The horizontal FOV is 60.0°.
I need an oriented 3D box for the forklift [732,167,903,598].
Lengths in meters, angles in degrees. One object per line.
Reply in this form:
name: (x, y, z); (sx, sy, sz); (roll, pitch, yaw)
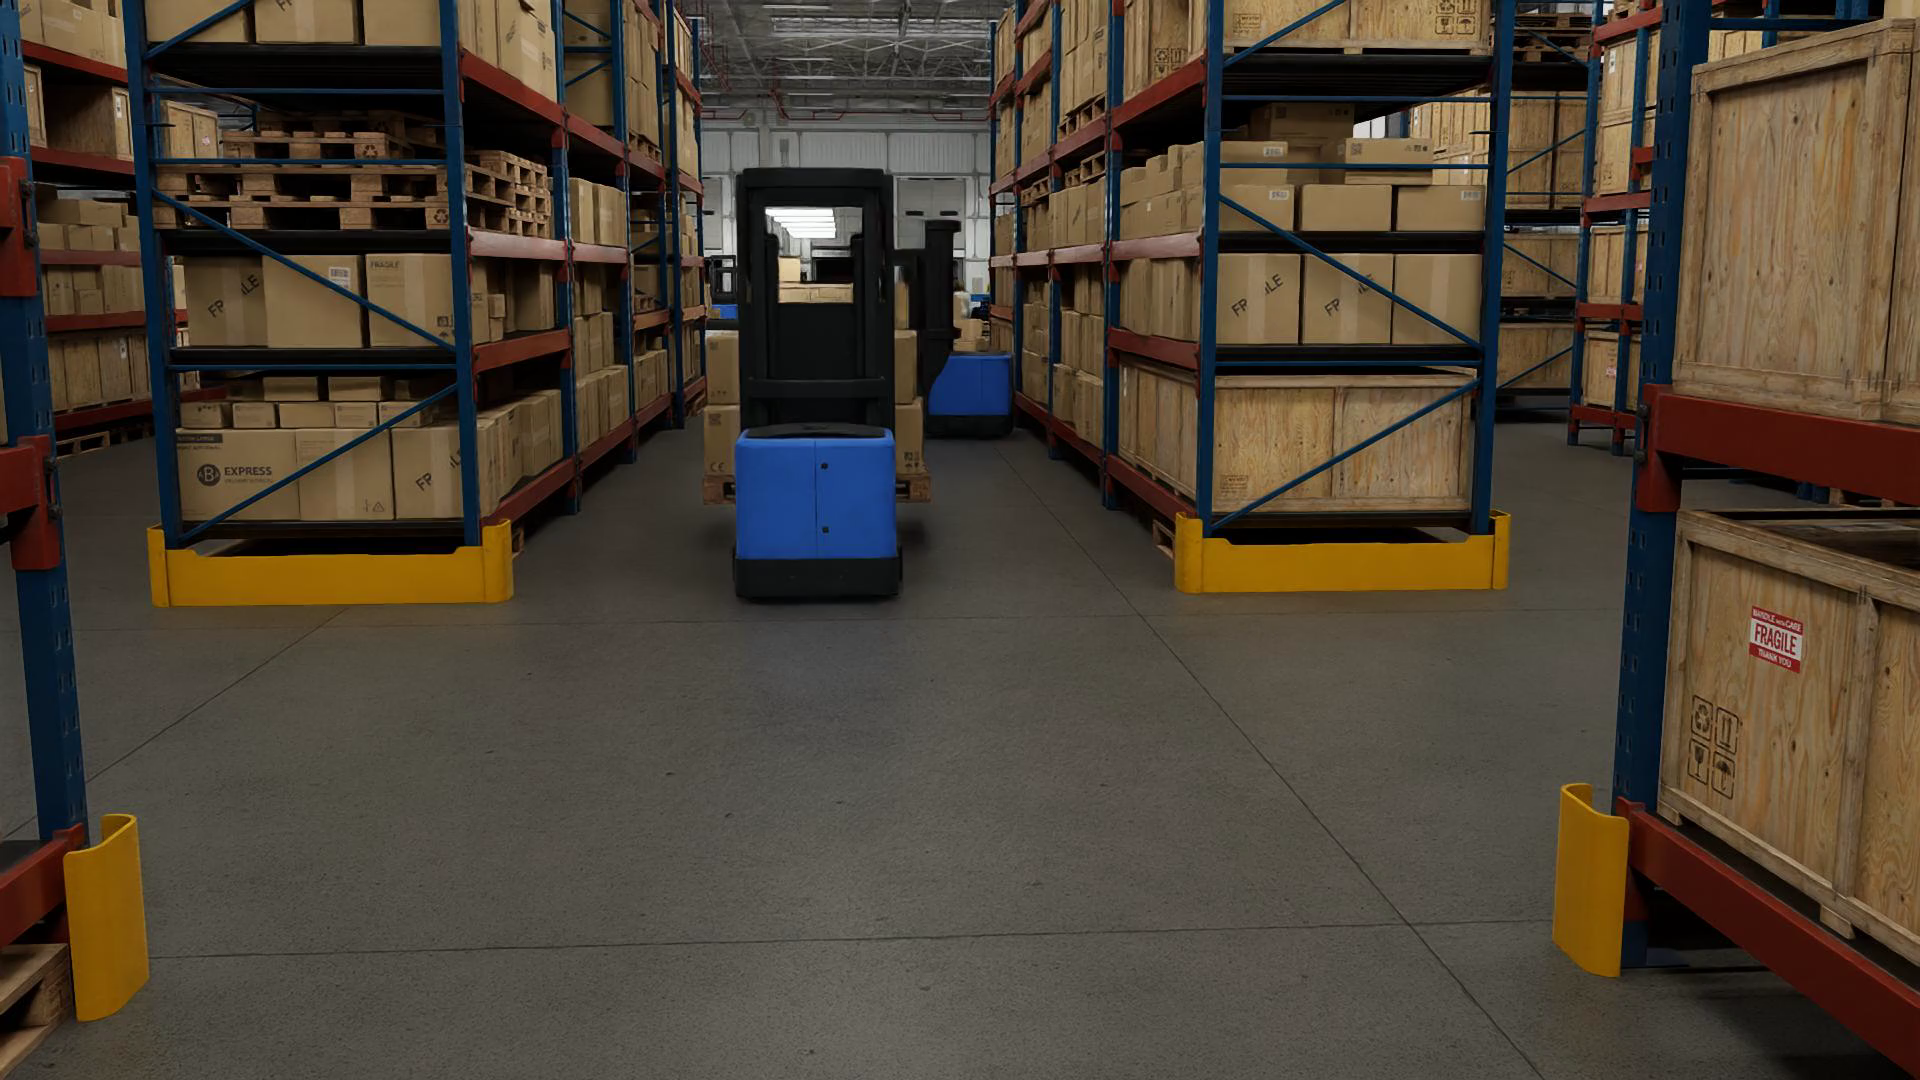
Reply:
forklift: (-0.976, -1.113, 11.319); (1.129, 2.768, 1.873); (-1, 9, -4)

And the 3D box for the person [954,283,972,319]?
person: (0.011, -6.432, 47.771); (0.676, 1.907, 0.590); (2, 9, 13)

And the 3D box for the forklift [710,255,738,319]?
forklift: (-8.368, -8.713, 59.038); (1.129, 2.768, 1.873); (-1, 9, -4)

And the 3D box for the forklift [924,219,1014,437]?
forklift: (-0.242, -2.787, 21.828); (1.873, 2.768, 1.129); (1, 9, 4)
